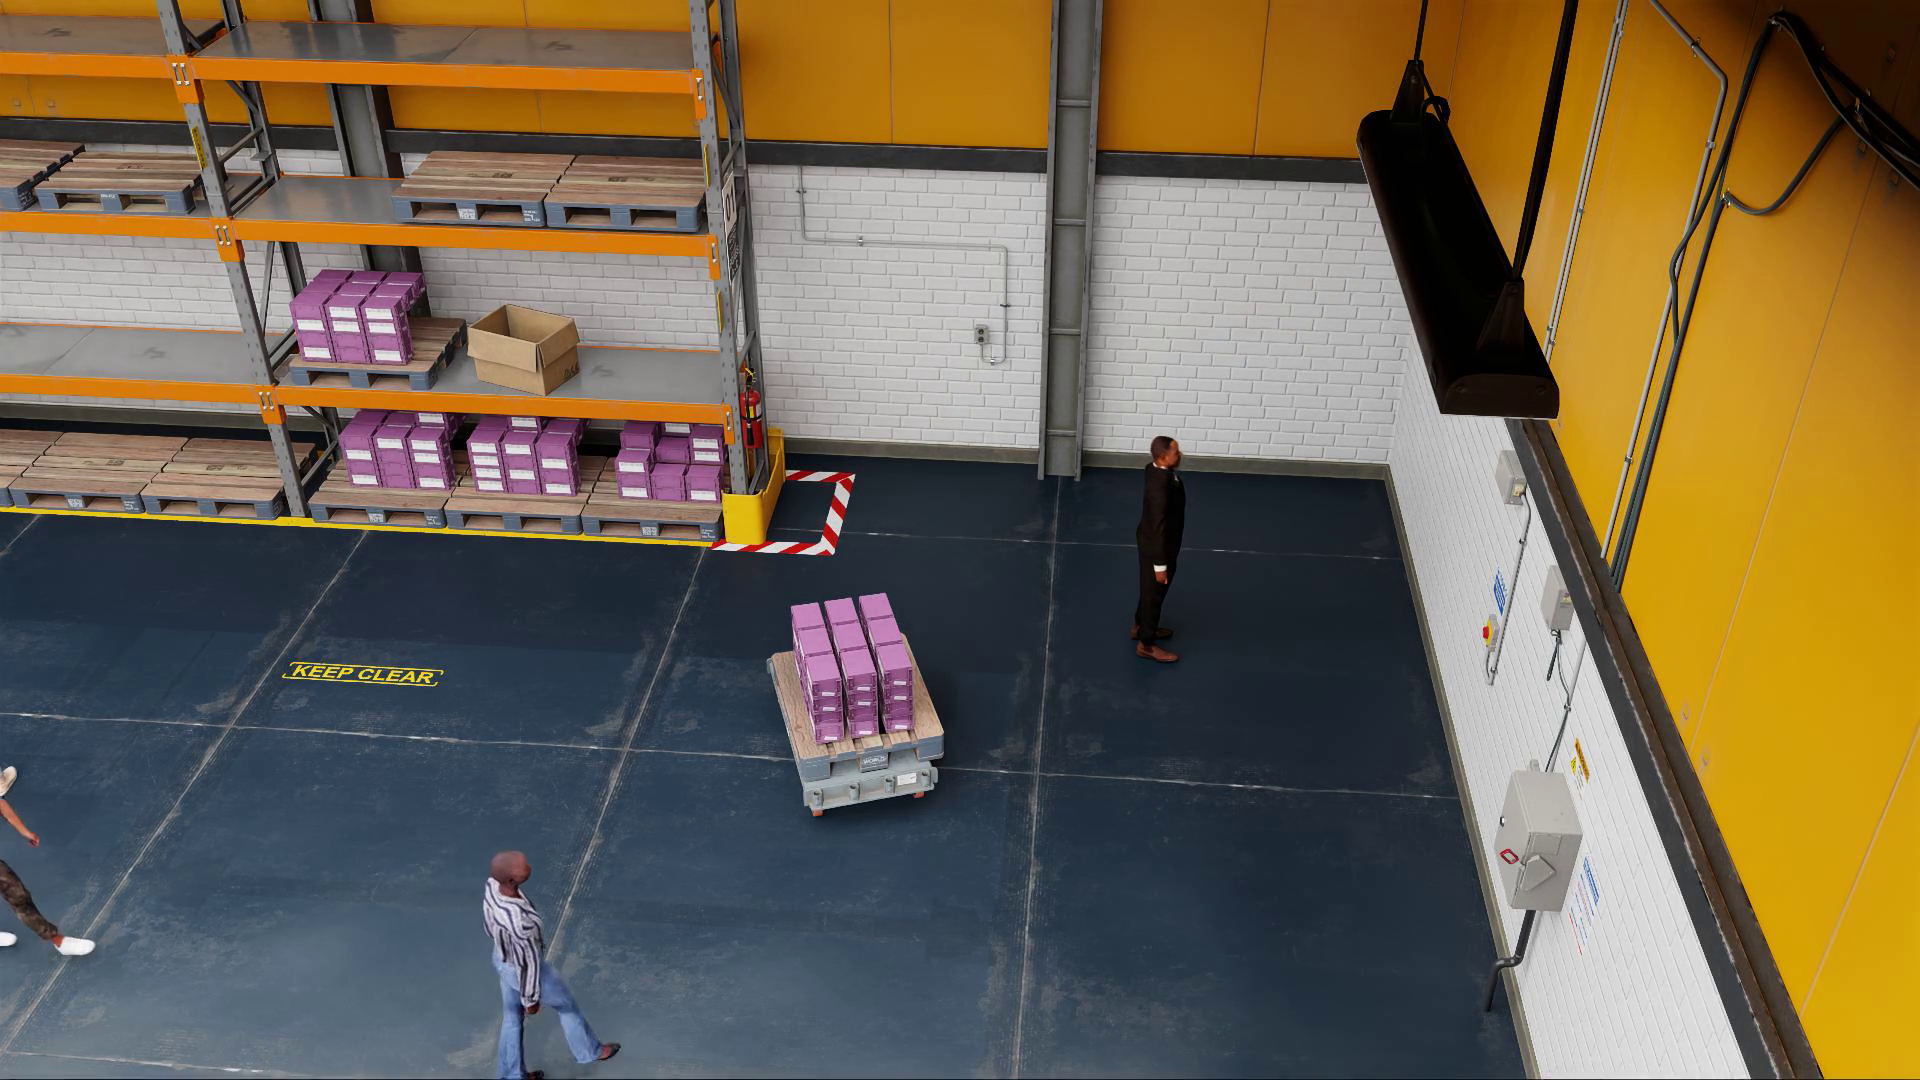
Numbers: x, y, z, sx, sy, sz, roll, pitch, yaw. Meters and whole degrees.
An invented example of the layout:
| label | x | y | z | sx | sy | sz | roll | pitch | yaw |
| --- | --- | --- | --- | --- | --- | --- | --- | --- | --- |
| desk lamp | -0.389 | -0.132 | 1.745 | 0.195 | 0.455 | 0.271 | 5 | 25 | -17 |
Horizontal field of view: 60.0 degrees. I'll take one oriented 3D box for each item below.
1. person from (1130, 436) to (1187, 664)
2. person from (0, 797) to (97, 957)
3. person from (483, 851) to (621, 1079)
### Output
| label | x | y | z | sx | sy | sz | roll | pitch | yaw |
| --- | --- | --- | --- | --- | --- | --- | --- | --- | --- |
| person | 1.500 | 0.046 | 12.638 | 0.605 | 1.904 | 0.684 | 1 | 34 | 2 |
| person | -6.020 | 1.887 | 10.092 | 1.063 | 1.657 | 0.598 | 1 | 34 | 2 |
| person | -2.492 | 2.431 | 9.168 | 1.040 | 1.774 | 0.977 | -25 | 41 | -32 |
